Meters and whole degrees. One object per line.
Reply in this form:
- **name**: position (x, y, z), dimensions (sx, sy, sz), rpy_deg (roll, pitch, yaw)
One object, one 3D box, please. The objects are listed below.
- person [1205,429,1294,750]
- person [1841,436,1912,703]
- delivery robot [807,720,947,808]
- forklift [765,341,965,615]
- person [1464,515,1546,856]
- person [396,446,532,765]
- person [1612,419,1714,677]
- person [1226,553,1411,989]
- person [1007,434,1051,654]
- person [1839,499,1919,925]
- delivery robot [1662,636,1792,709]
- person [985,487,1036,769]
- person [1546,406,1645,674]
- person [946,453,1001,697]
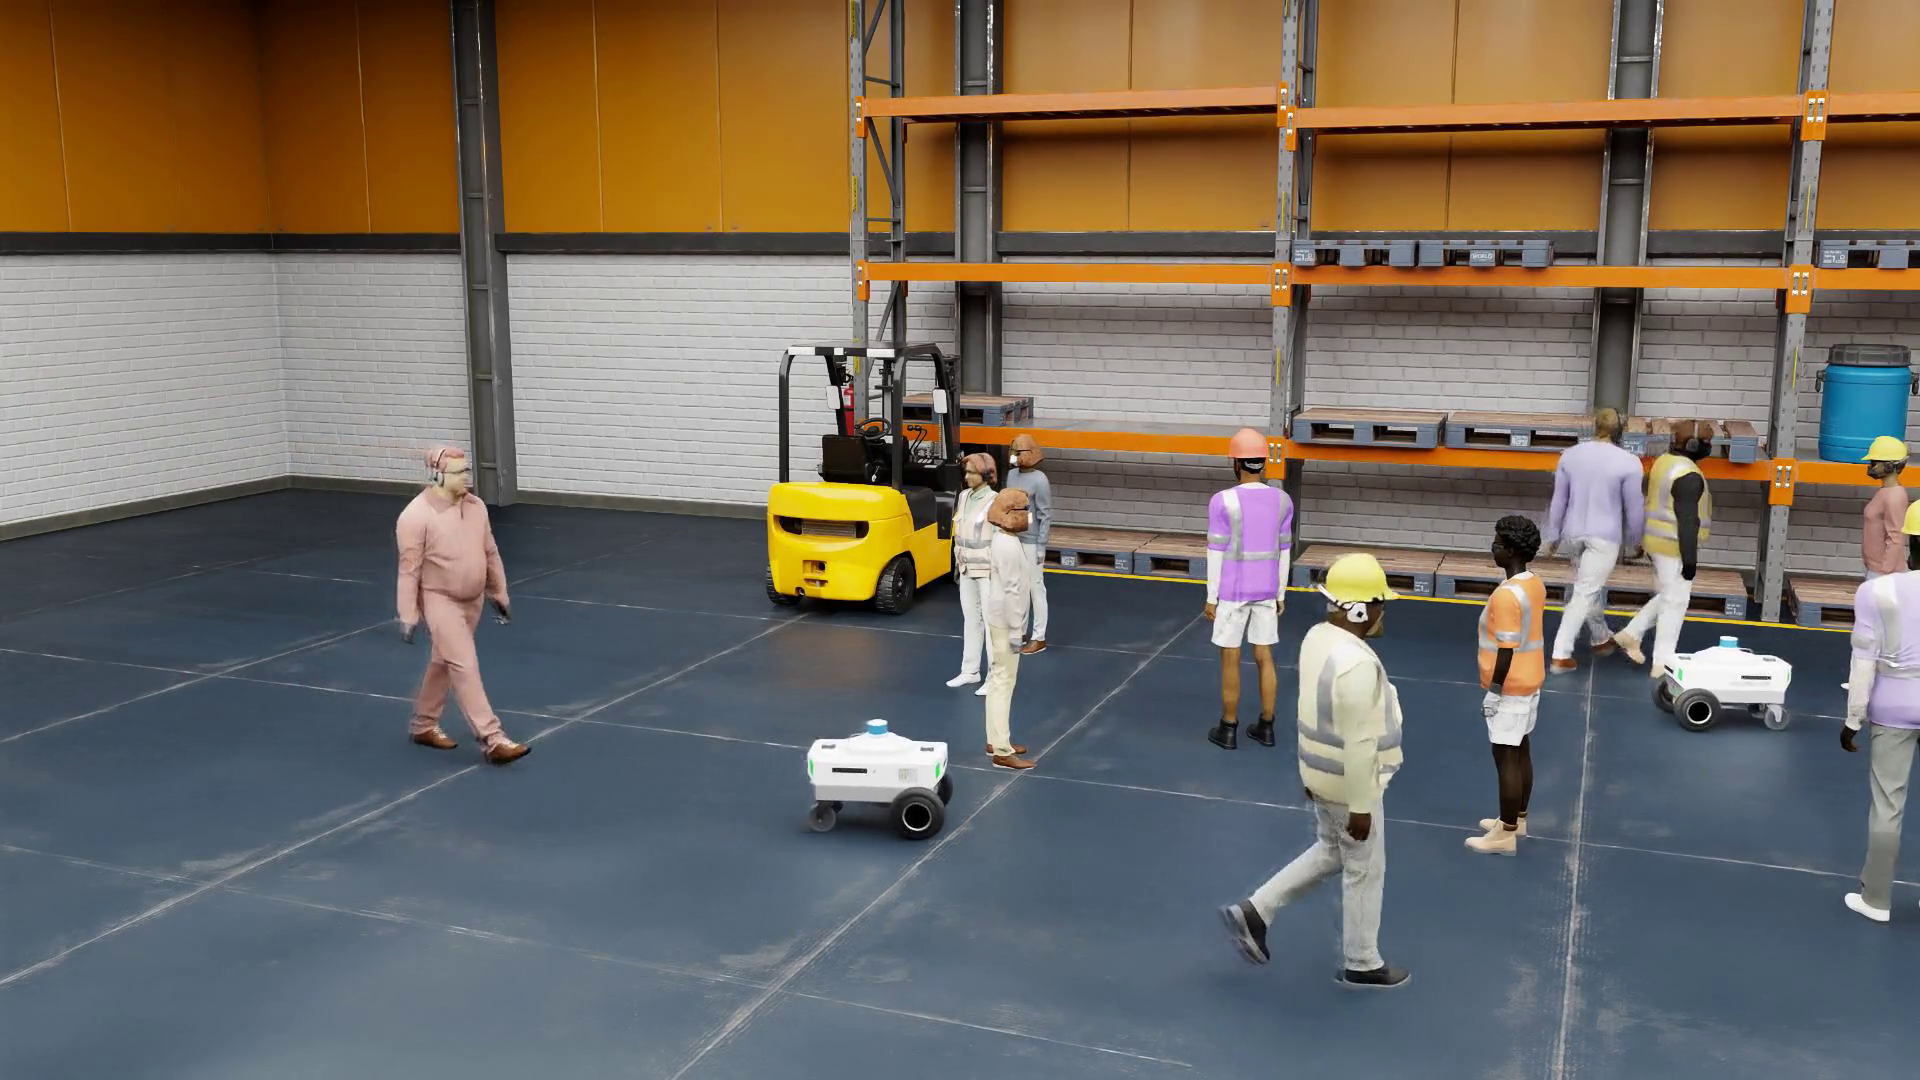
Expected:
- **person**: position (1.716, 0.297, 10.001), dimensions (0.539, 1.929, 0.392), rpy_deg (-4, 11, -19)
- **person**: position (6.070, 0.195, 11.001), dimensions (0.316, 1.767, 0.535), rpy_deg (4, 11, 21)
- **delivery robot**: position (-0.428, 1.177, 8.638), dimensions (0.707, 0.478, 0.477), rpy_deg (1, 10, 5)
- **forklift**: position (-0.739, -0.602, 14.246), dimensions (1.214, 2.155, 2.313), rpy_deg (4, 11, 21)
- **person**: position (2.733, 0.718, 8.282), dimensions (0.317, 1.696, 0.538), rpy_deg (6, 12, 32)
- **person**: position (-2.917, 0.374, 9.747), dimensions (0.984, 1.849, 0.671), rpy_deg (5, 11, 24)
- **person**: position (4.947, 0.063, 11.581), dimensions (0.489, 1.823, 0.669), rpy_deg (1, 10, 5)
- **person**: position (1.486, 0.944, 6.701), dimensions (0.673, 1.814, 0.598), rpy_deg (-1, 10, -4)
- **person**: position (0.481, 0.024, 12.315), dimensions (0.283, 1.634, 0.498), rpy_deg (-6, 12, -32)
- **person**: position (4.231, 0.764, 7.378), dimensions (0.587, 1.928, 0.382), rpy_deg (2, 10, 12)
- **delivery robot**: position (4.820, 0.849, 10.466), dimensions (0.707, 0.478, 0.477), rpy_deg (1, 10, 4)
- **person**: position (0.289, 0.502, 9.657), dimensions (0.279, 1.634, 0.497), rpy_deg (-1, 10, -4)
- **person**: position (4.549, -0.013, 11.825), dimensions (1.001, 1.880, 0.641), rpy_deg (-6, 12, -32)
- **person**: position (0.133, 0.223, 11.198), dimensions (0.308, 1.640, 0.511), rpy_deg (-7, 13, -36)
